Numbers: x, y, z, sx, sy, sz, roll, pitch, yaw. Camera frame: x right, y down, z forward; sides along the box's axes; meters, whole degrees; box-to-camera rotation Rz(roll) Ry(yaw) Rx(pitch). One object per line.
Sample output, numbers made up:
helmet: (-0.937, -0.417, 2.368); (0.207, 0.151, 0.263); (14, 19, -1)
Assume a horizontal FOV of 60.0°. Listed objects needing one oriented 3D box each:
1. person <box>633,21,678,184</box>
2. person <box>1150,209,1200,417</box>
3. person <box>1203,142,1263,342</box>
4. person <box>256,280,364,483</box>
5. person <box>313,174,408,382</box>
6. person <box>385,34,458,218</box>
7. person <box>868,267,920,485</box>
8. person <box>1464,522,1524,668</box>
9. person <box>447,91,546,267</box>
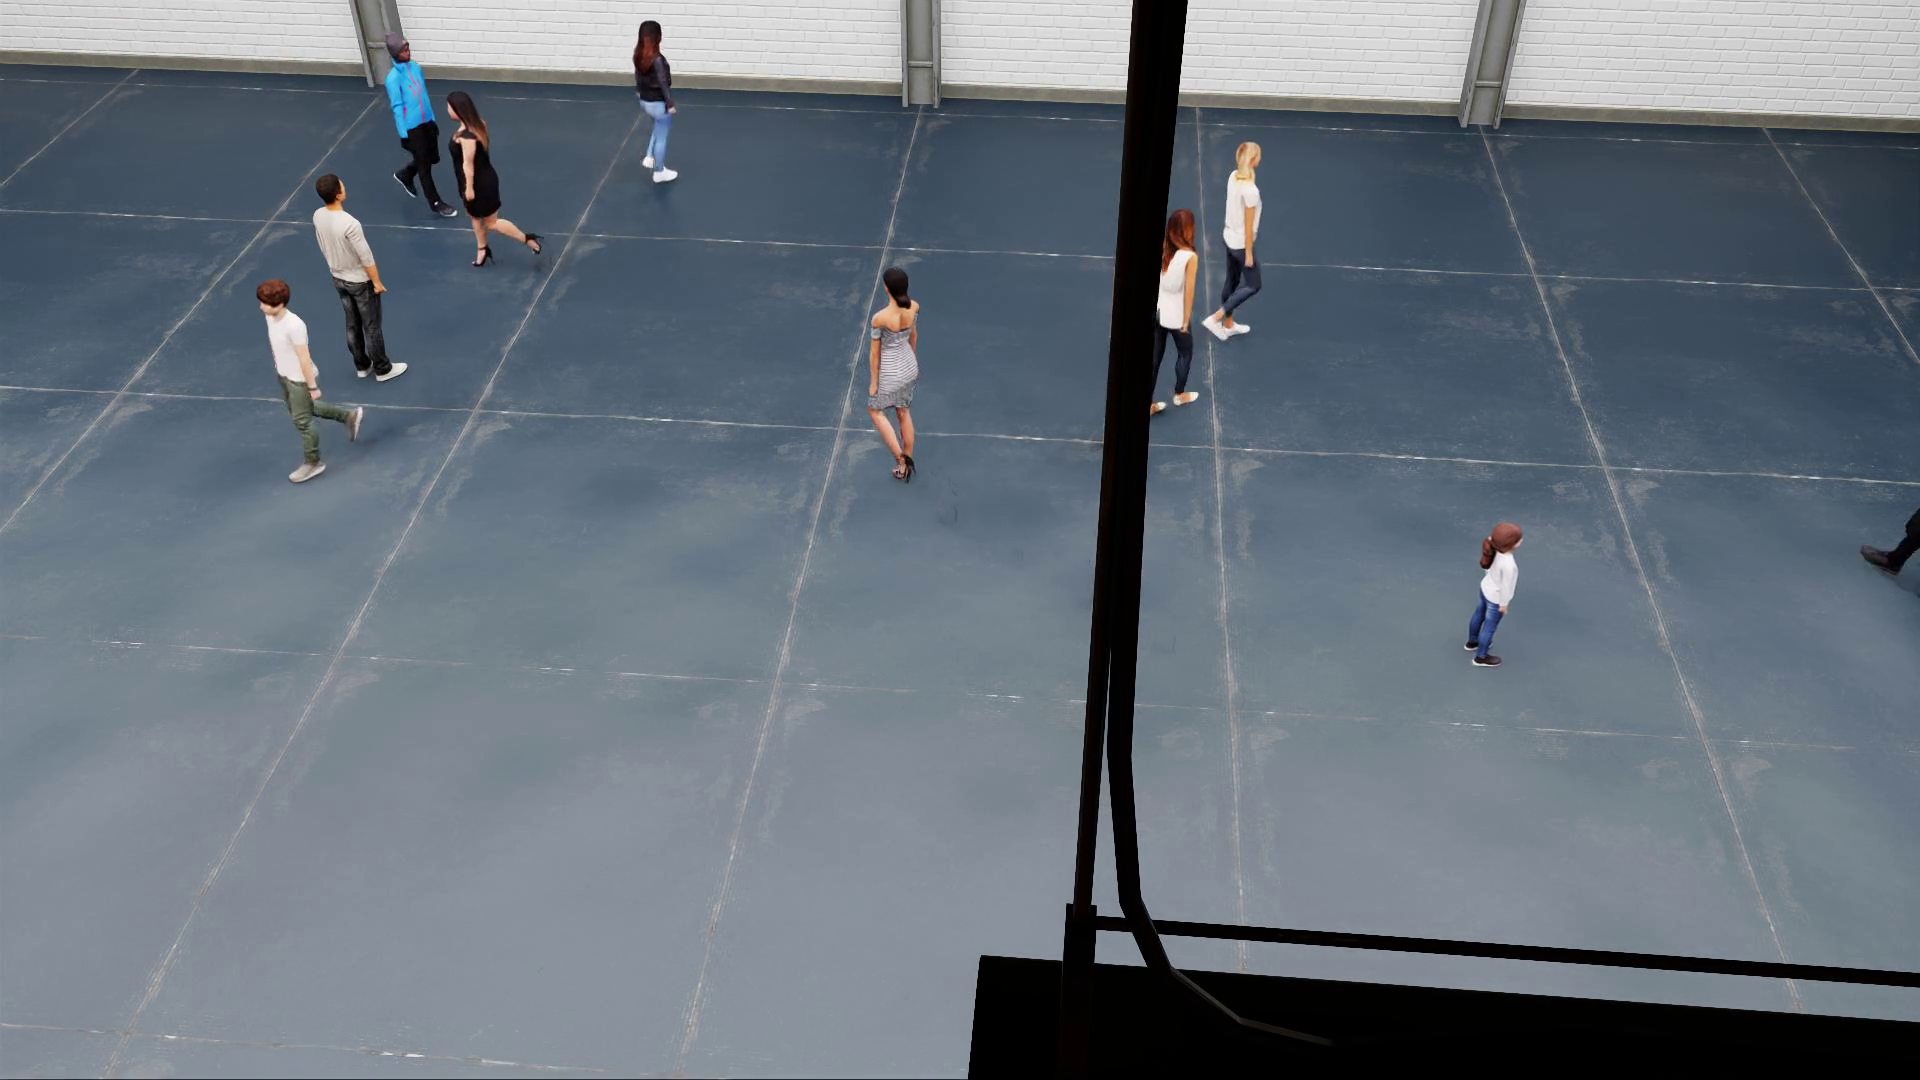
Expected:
person: (-3.042, -4.257, 16.247); (0.826, 1.625, 0.781); (-24, 44, -27)
person: (1.559, -1.718, 12.954); (0.840, 1.767, 0.889); (31, 48, 33)
person: (2.246, -2.443, 13.833); (0.822, 1.804, 0.740); (-9, 40, -12)
person: (-4.900, -1.247, 12.465); (0.971, 1.641, 0.979); (29, 47, 32)
person: (-4.895, -2.107, 13.405); (0.618, 1.812, 0.786); (17, 42, 20)
person: (-5.204, -3.921, 15.701); (1.013, 1.782, 0.787); (14, 41, 16)
person: (-0.417, -1.141, 12.198); (0.751, 1.809, 0.811); (-28, 46, -30)
person: (3.508, 0.330, 10.916); (0.508, 1.110, 0.481); (-4, 39, -5)
person: (-4.192, -3.161, 14.816); (0.999, 1.699, 0.766); (-4, 39, -5)
